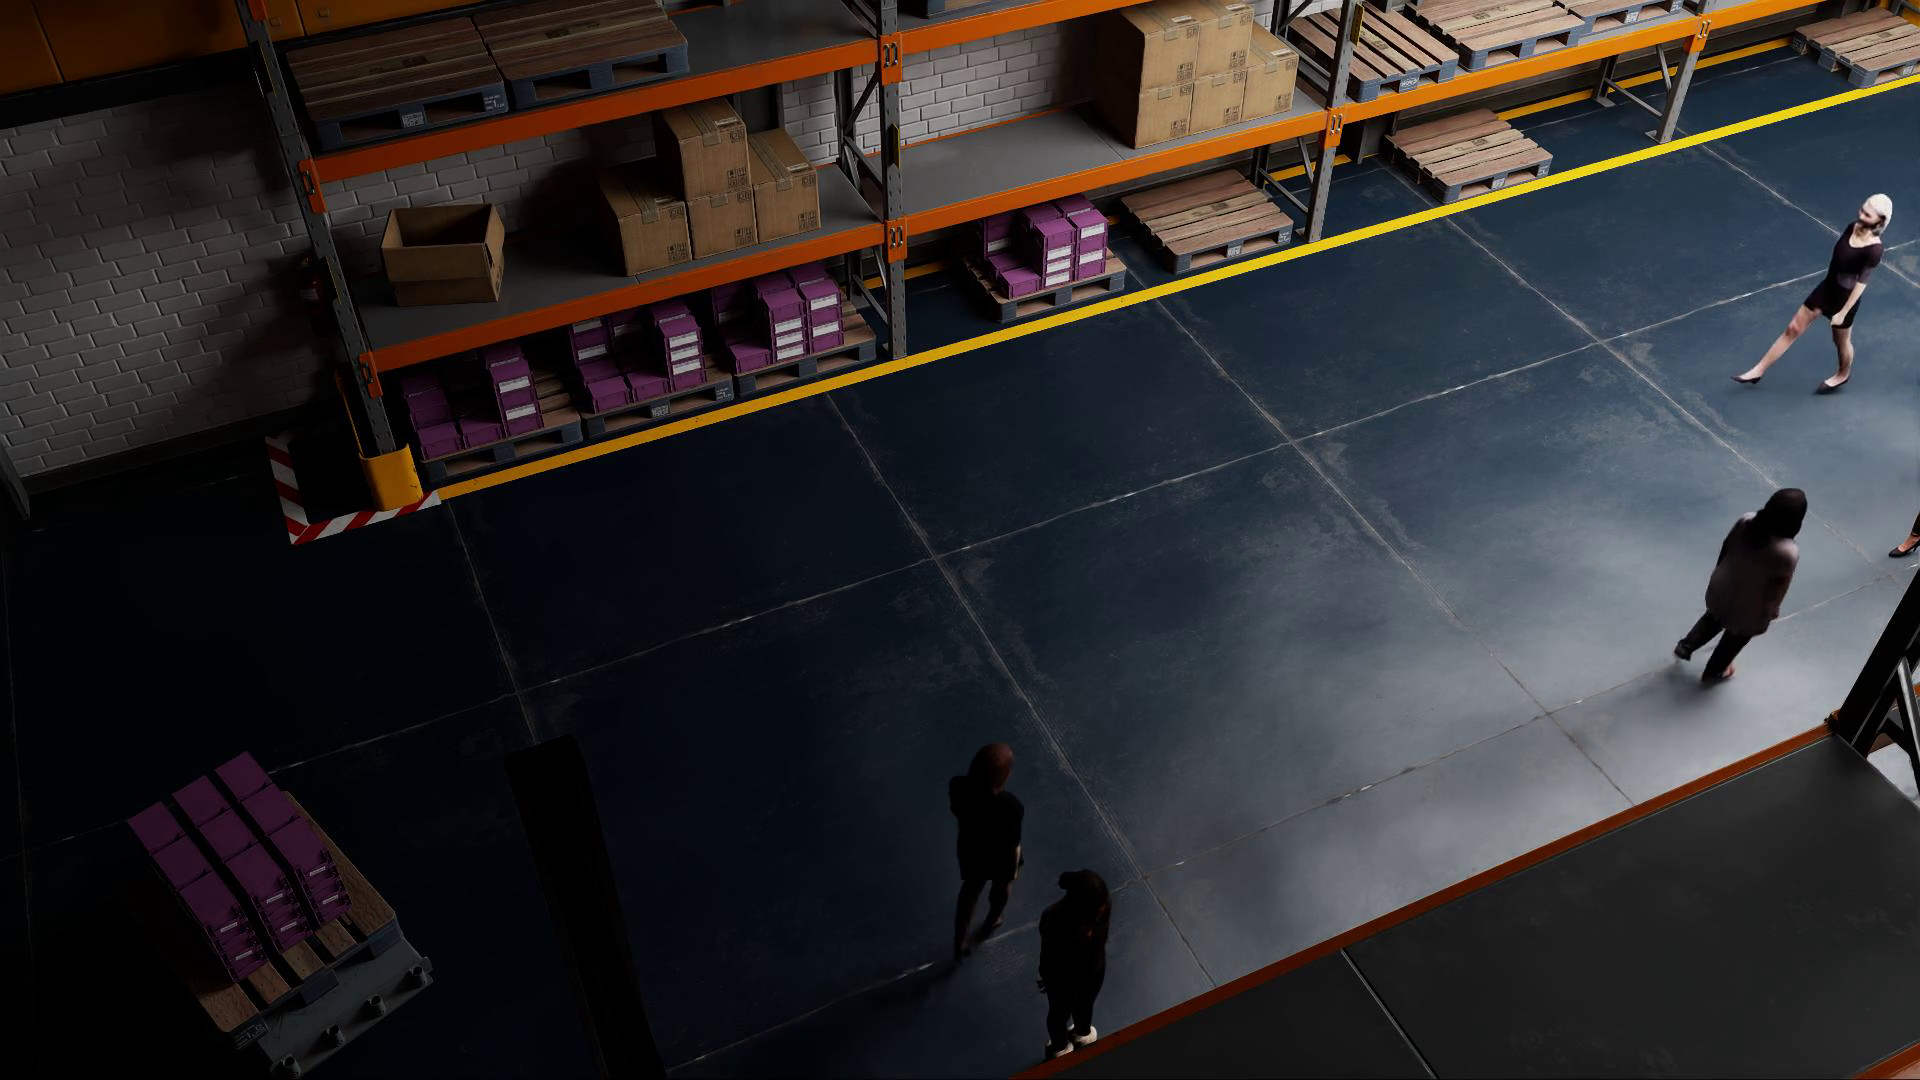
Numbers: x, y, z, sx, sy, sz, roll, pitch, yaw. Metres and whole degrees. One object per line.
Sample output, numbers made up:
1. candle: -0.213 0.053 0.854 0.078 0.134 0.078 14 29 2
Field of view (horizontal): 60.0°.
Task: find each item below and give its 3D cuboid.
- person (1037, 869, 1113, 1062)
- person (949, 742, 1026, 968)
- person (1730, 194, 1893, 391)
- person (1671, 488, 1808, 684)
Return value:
1. person: 0.577 2.176 8.455 0.592 1.660 0.662 0 44 0
2. person: 0.115 1.732 8.905 0.792 1.683 0.861 18 46 18
3. person: 6.711 -1.801 12.547 1.240 1.775 0.836 -6 44 -6
4. person: 4.881 0.330 10.441 0.681 1.594 0.608 -18 47 -18
